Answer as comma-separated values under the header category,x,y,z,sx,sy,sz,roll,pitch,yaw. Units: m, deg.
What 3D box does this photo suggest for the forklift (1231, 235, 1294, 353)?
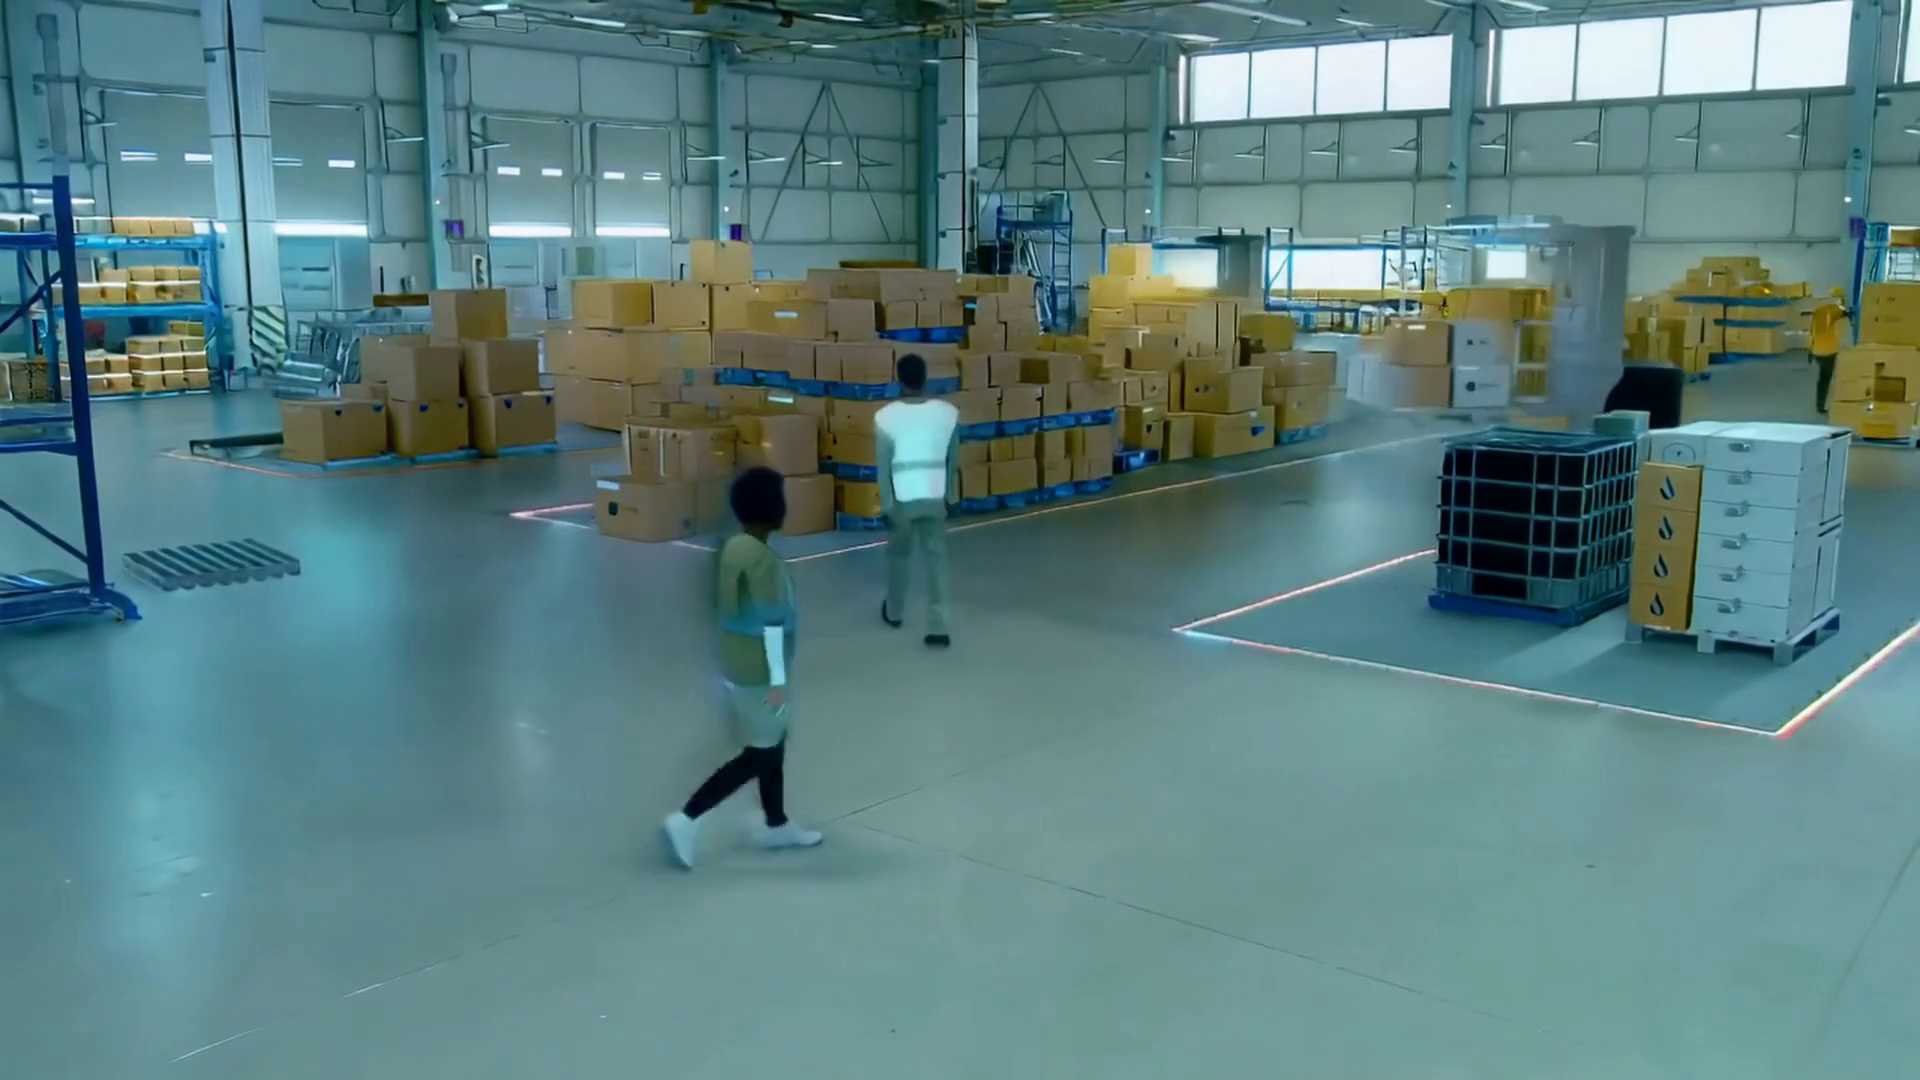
category,x,y,z,sx,sy,sz,roll,pitch,yaw
forklift,6.310,-5.290,36.513,1.873,2.768,1.129,8,13,40

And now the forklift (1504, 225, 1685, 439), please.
category,x,y,z,sx,sy,sz,roll,pitch,yaw
forklift,8.066,-2.563,20.986,1.873,2.768,1.129,-1,10,-4

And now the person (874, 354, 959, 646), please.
category,x,y,z,sx,sy,sz,roll,pitch,yaw
person,-0.284,-0.271,10.844,0.590,1.866,1.024,-3,10,-16

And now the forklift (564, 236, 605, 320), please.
category,x,y,z,sx,sy,sz,roll,pitch,yaw
forklift,-8.642,-5.648,38.550,1.873,2.768,1.129,8,13,40

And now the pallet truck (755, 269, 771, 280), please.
category,x,y,z,sx,sy,sz,roll,pitch,yaw
pallet truck,-4.996,-6.432,45.525,1.885,1.965,0.823,-6,12,-32

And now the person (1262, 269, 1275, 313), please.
category,x,y,z,sx,sy,sz,roll,pitch,yaw
person,8.917,-6.844,48.031,0.351,1.942,0.547,-5,11,-27

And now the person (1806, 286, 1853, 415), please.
category,x,y,z,sx,sy,sz,roll,pitch,yaw
person,13.416,-2.915,25.579,0.750,1.964,0.614,-6,11,-30

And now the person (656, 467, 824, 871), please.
category,x,y,z,sx,sy,sz,roll,pitch,yaw
person,-0.907,0.536,6.787,0.702,1.678,0.540,-5,11,-25
